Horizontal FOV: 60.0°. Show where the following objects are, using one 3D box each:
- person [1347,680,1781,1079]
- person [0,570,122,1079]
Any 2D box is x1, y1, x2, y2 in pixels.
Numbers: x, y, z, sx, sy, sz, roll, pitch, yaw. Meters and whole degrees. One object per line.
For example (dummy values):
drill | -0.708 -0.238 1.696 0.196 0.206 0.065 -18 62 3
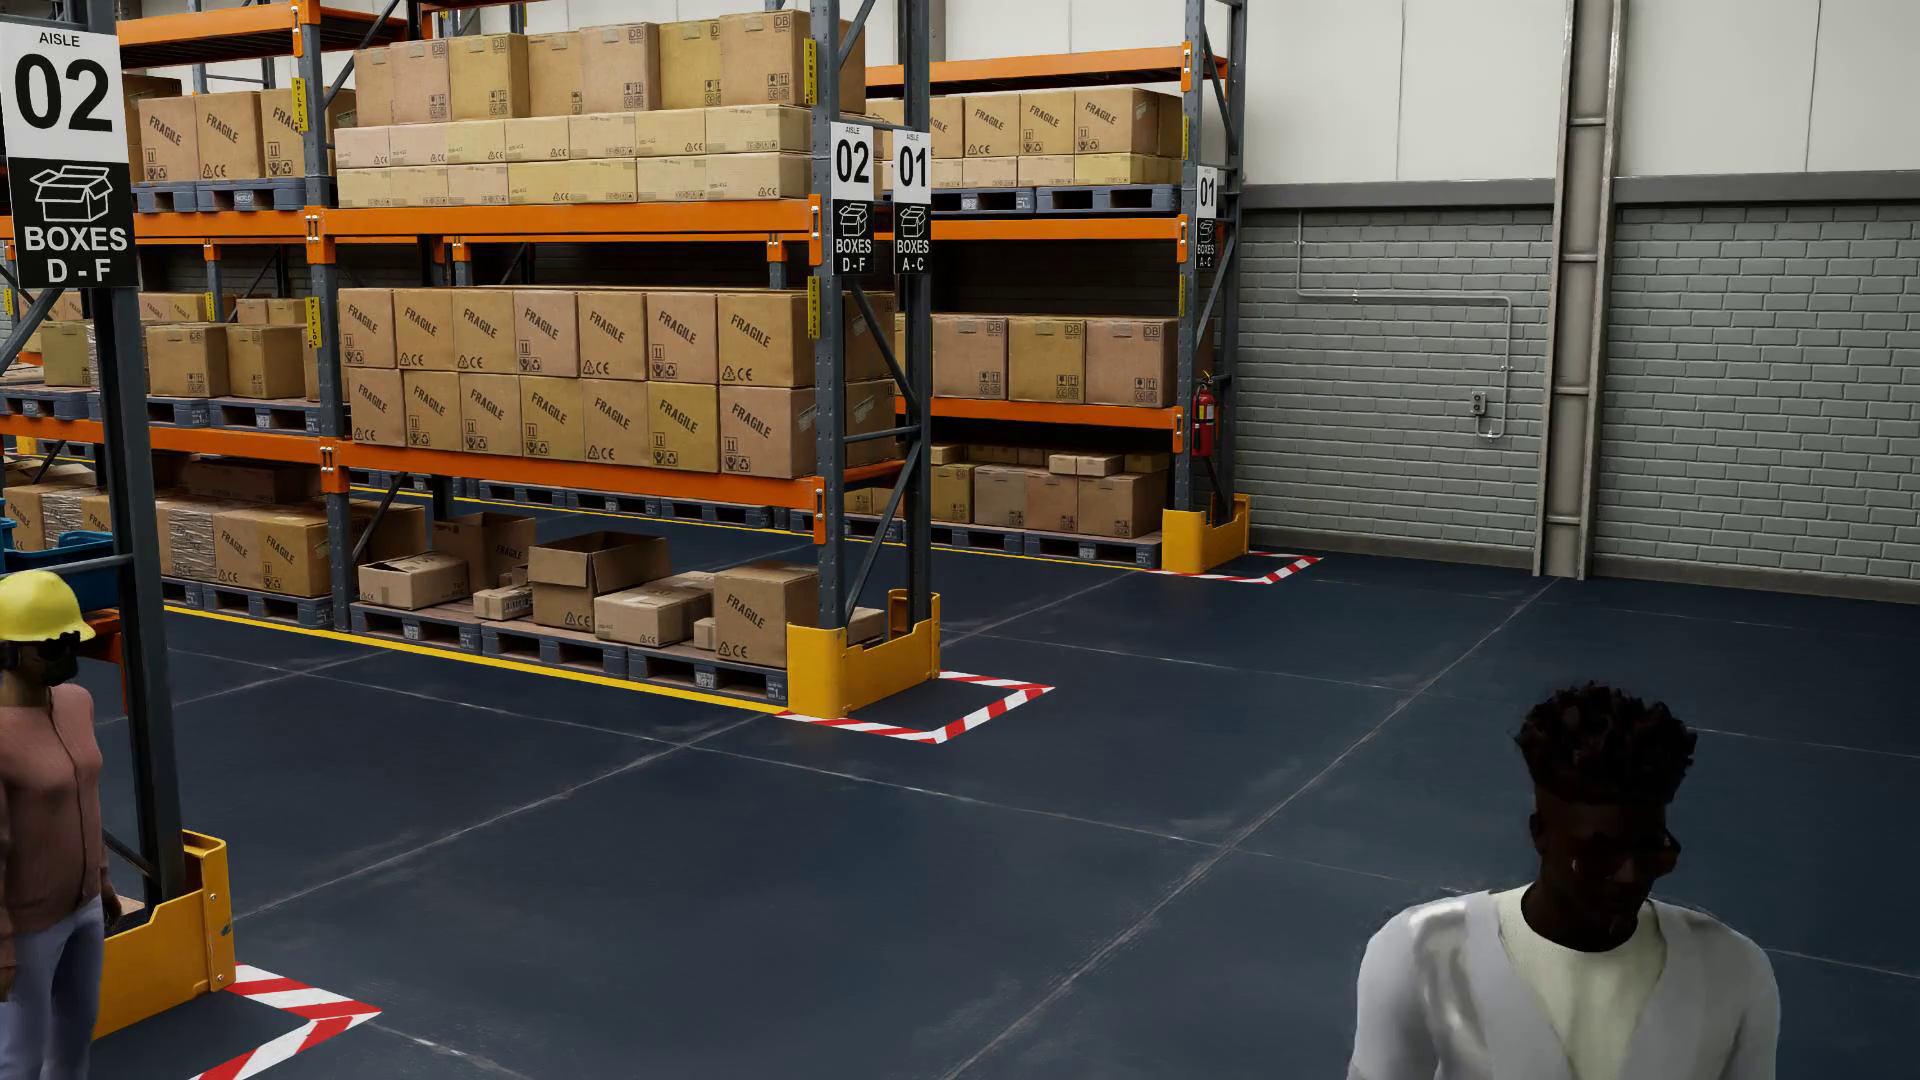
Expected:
person | 0.874 1.175 2.338 0.642 1.940 0.770 0 10 -1
person | -2.298 0.945 4.219 0.330 1.765 0.533 0 10 3
